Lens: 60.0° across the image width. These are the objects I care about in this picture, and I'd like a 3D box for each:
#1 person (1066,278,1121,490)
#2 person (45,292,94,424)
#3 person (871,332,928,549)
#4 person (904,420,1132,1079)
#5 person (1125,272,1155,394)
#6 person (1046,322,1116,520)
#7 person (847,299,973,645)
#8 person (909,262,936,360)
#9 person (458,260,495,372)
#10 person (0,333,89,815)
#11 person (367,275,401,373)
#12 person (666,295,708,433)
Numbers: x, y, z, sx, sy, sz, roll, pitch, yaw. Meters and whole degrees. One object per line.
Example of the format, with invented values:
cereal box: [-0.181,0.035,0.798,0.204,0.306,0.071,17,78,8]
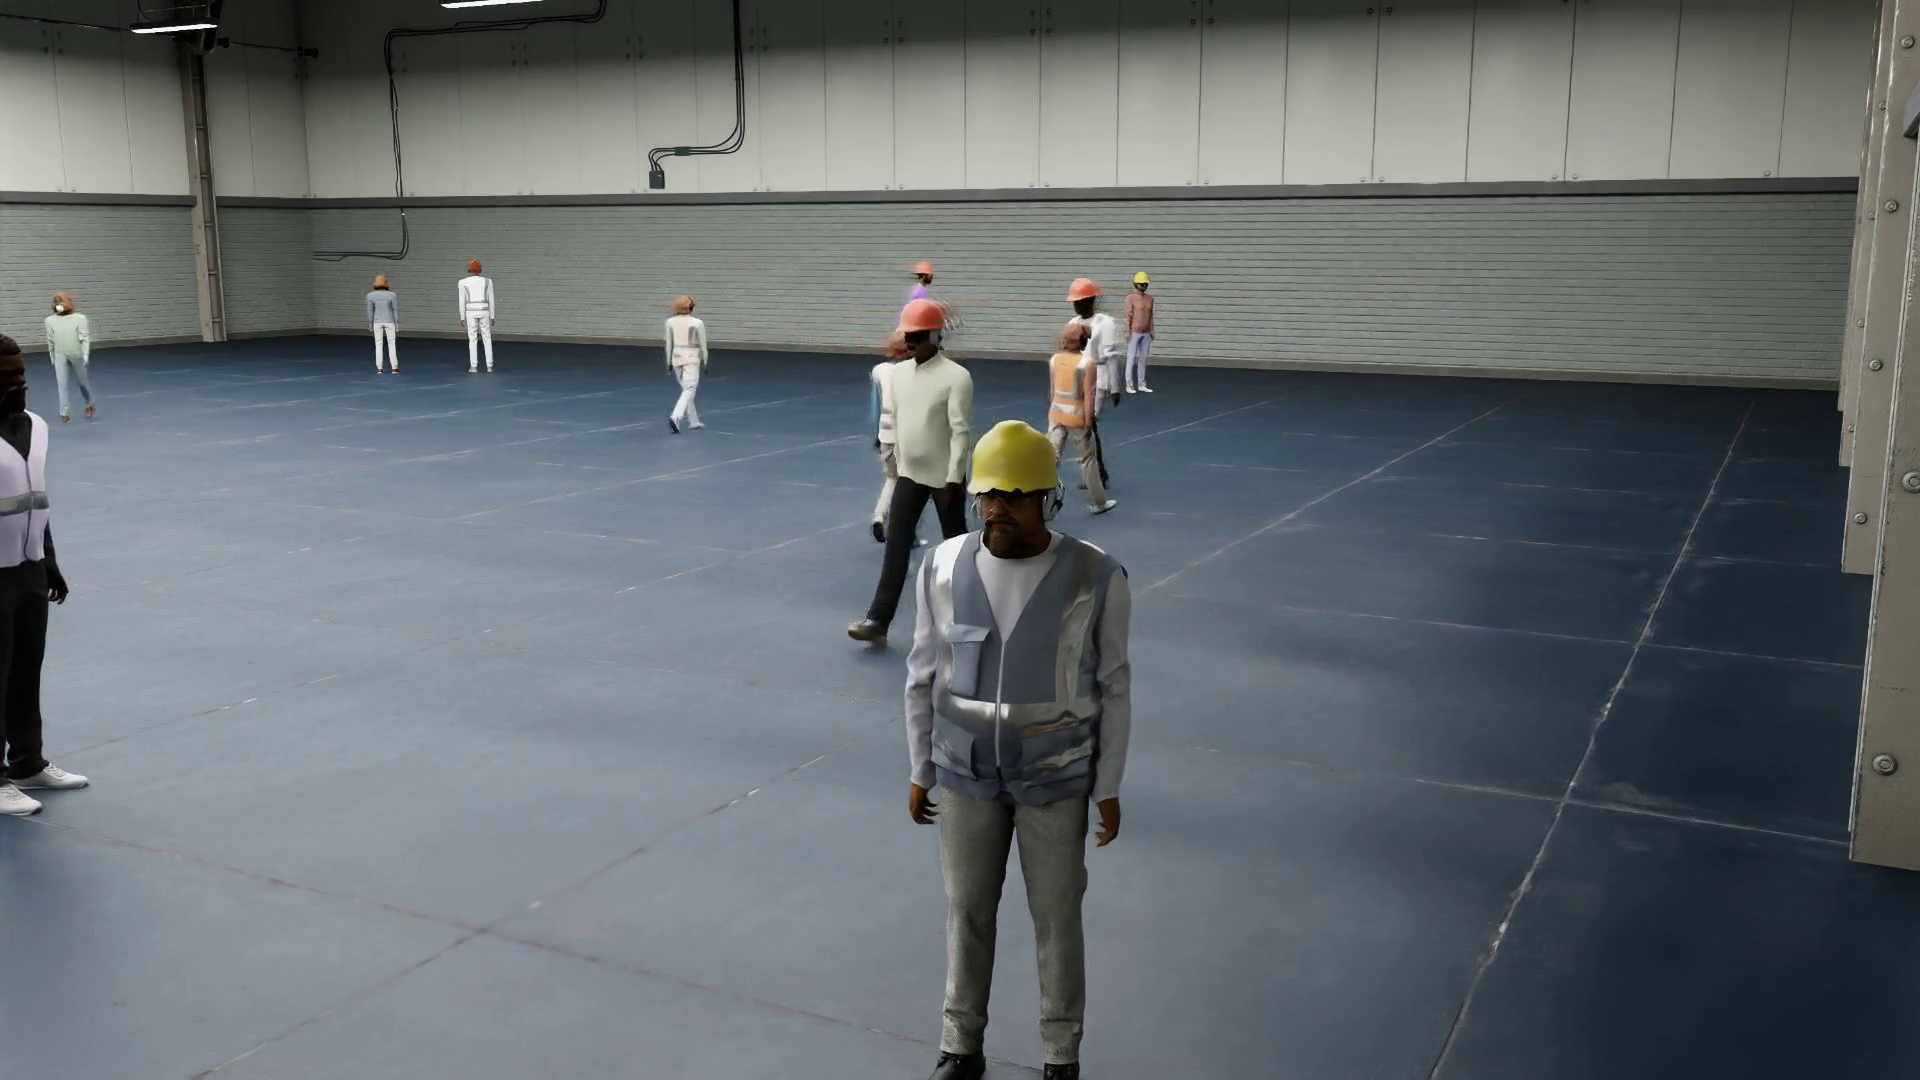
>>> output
person: [1.152,-1.390,14.956,0.491,1.914,0.585,-8,13,-37]
person: [-11.032,-2.275,20.627,0.498,1.604,0.789,-3,11,-14]
person: [-0.423,-0.729,12.146,0.538,1.626,0.406,6,12,31]
person: [0.138,0.599,4.344,0.600,1.832,0.404,3,11,14]
person: [2.631,-3.021,24.269,0.533,1.768,0.310,-7,13,-34]
person: [0.919,-0.961,13.499,0.526,1.593,0.857,9,14,41]
person: [-0.205,-0.378,9.379,0.644,1.937,1.012,8,13,38]
person: [-0.516,-3.140,24.567,0.966,1.888,0.562,-1,10,-4]
person: [-8.122,-3.761,27.985,0.575,1.882,0.361,-4,11,-21]
person: [-3.846,0.127,6.689,0.391,1.918,0.590,1,10,5]
person: [-9.608,-3.594,27.749,0.497,1.634,0.287,-2,11,-8]
person: [-3.227,-2.067,19.497,0.525,1.608,0.780,5,11,24]
